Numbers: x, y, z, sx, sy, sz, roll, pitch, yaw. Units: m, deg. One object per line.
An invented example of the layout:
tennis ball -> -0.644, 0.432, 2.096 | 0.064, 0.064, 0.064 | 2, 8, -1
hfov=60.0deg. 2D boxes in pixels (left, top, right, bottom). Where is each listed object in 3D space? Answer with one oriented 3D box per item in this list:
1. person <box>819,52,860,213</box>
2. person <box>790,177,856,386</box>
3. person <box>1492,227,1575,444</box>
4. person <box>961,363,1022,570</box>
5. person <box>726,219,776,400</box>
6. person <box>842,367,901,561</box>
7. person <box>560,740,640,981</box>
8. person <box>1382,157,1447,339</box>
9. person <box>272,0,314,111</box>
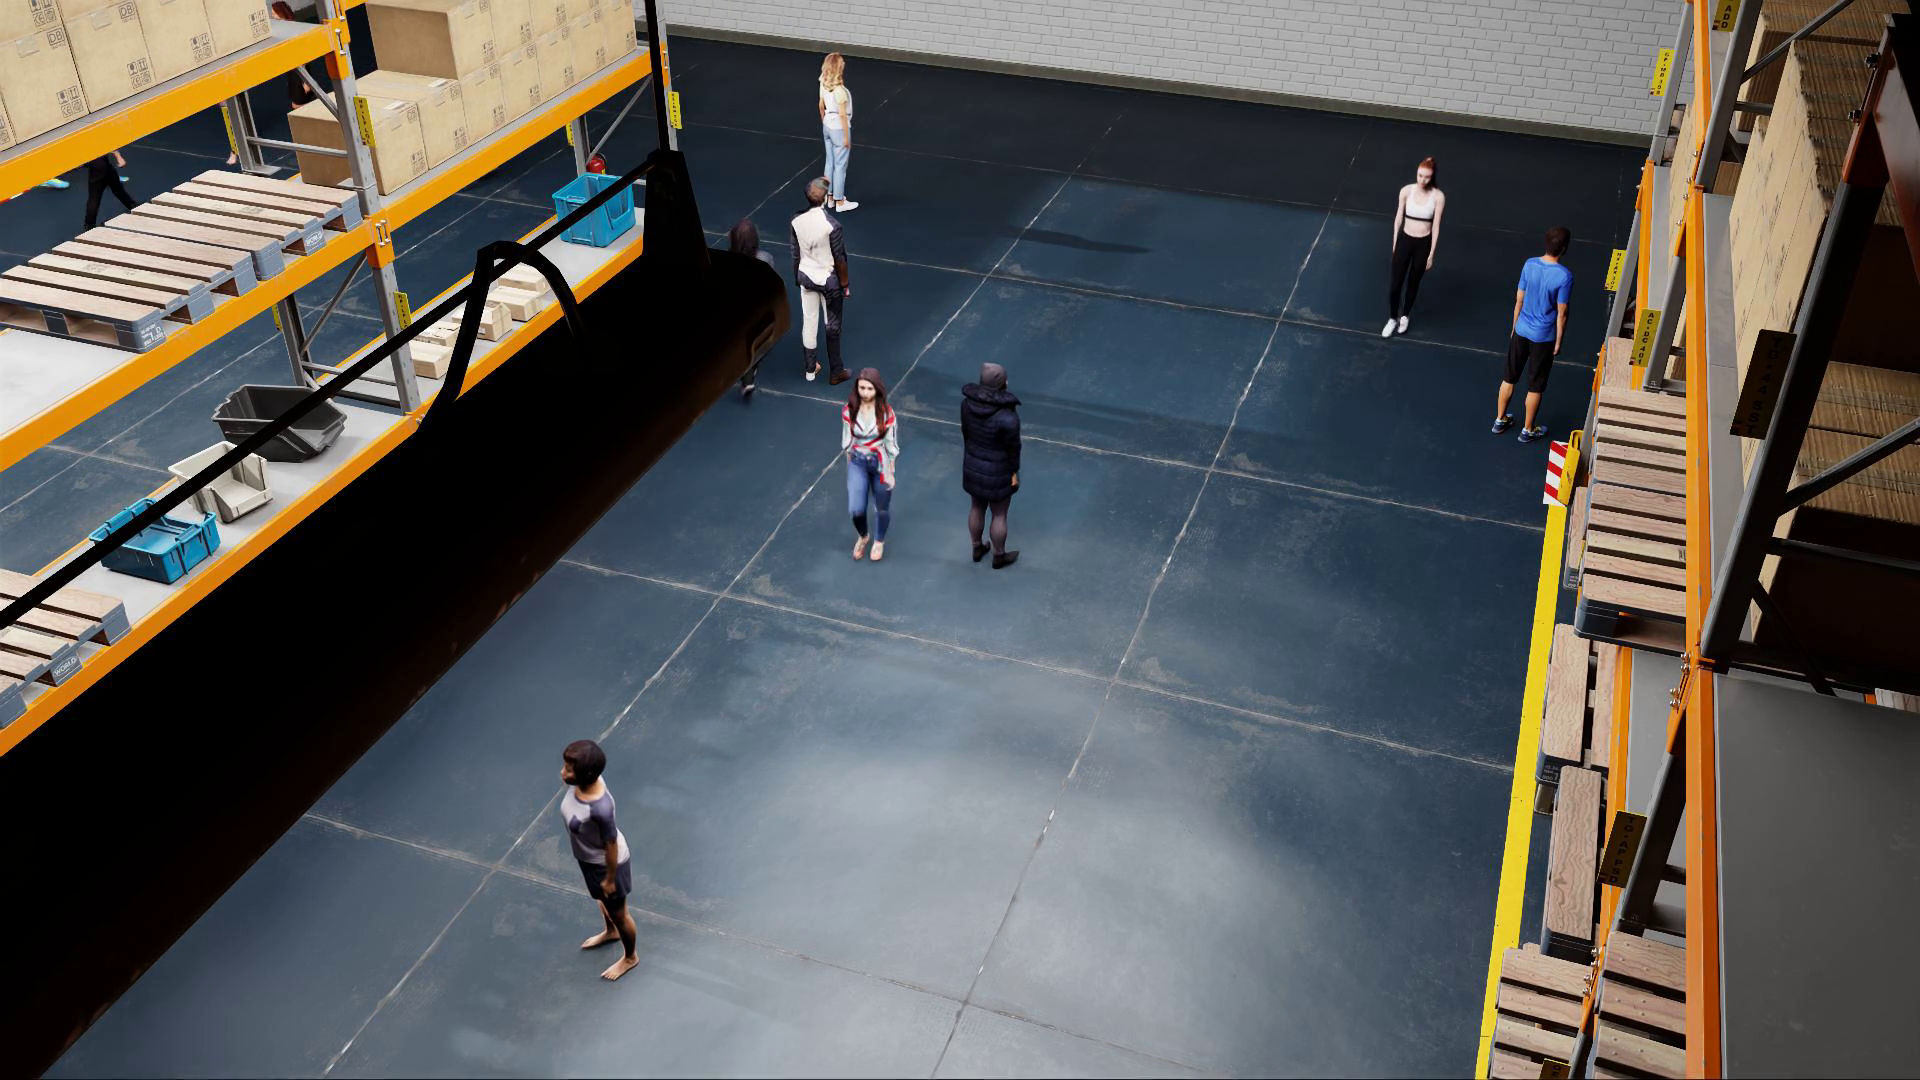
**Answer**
person -> -1.343, -4.427, 18.041 | 0.724, 1.722, 0.708 | -22, 40, -30
person -> -1.232, -2.282, 14.661 | 0.701, 1.890, 0.597 | 14, 36, 20
person -> 4.777, -1.711, 13.823 | 0.706, 1.867, 0.696 | -28, 43, -35
person -> 0.222, -0.551, 12.252 | 0.746, 1.674, 0.745 | 23, 40, 31
person -> -1.857, -2.015, 14.533 | 0.996, 1.586, 1.135 | -8, 34, -12
person -> -0.639, -0.588, 12.372 | 0.650, 1.602, 0.646 | 4, 34, 6
person -> -1.946, 1.695, 8.971 | 0.688, 1.566, 0.652 | -20, 38, -27
person -> 4.261, -2.750, 15.512 | 0.597, 1.727, 0.700 | 13, 36, 19
person -> -7.584, -5.331, 19.311 | 1.051, 1.821, 0.909 | -27, 42, -35
